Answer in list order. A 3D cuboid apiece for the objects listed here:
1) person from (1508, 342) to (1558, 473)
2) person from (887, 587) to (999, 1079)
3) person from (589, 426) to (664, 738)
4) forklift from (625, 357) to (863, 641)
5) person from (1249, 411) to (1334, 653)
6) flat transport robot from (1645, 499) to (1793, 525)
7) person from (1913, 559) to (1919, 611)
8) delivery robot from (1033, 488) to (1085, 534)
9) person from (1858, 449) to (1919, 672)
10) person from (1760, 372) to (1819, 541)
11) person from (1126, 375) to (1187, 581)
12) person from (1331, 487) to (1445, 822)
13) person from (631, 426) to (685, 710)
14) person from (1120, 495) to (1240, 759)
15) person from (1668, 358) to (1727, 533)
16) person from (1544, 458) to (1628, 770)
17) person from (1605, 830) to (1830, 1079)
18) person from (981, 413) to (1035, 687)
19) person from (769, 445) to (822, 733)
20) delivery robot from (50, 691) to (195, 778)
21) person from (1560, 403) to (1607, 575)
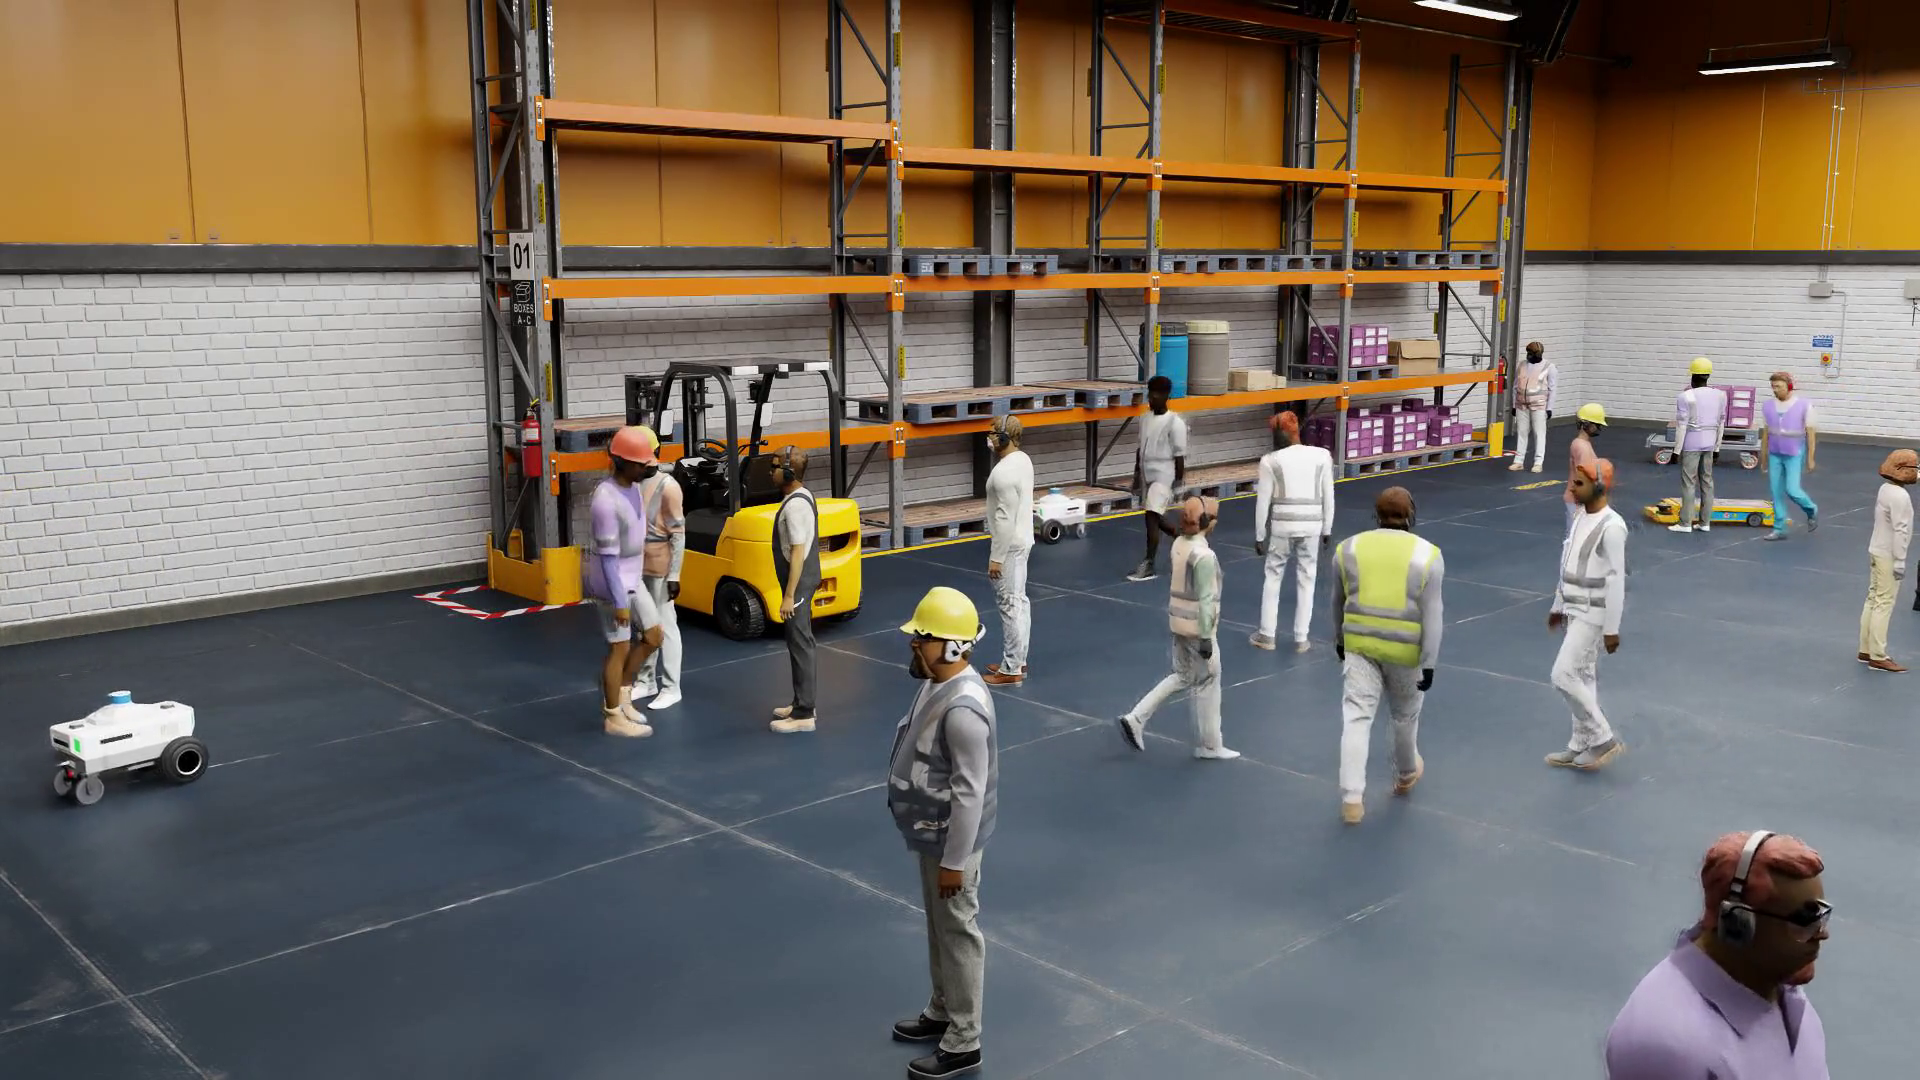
[{"bbox_3d":[8.057,-1.871,23.432,0.430,1.839,0.619,-9,13,-44],"label":"person"},{"bbox_3d":[-0.067,1.074,6.187,0.404,1.837,0.590,-2,10,-11],"label":"person"},{"bbox_3d":[-2.058,0.285,10.344,0.521,1.998,0.670,2,10,12],"label":"person"},{"bbox_3d":[-1.847,-0.414,13.852,1.214,2.155,2.313,-9,13,-42],"label":"forklift"},{"bbox_3d":[2.559,-0.051,12.742,0.607,1.860,0.355,0,10,1],"label":"person"},{"bbox_3d":[8.652,-0.332,18.995,1.431,0.197,0.652,2,10,10],"label":"flat transport robot"},{"bbox_3d":[8.382,-0.316,14.050,0.382,1.931,0.546,-2,10,-12],"label":"person"},{"bbox_3d":[1.008,-0.313,17.784,0.707,0.478,0.477,-8,13,-40],"label":"delivery robot"},{"bbox_3d":[6.850,0.141,12.243,0.282,1.633,0.501,2,10,14],"label":"person"},{"bbox_3d":[8.879,-0.895,17.788,0.628,1.810,0.618,-5,11,-29],"label":"person"},{"bbox_3d":[1.931,-0.602,15.719,0.838,1.937,0.611,-5,11,-27],"label":"person"},{"bbox_3d":[2.330,0.603,9.124,0.646,1.781,0.995,5,11,28],"label":"person"},{"bbox_3d":[-2.090,0.183,11.177,0.587,1.916,0.392,9,13,43],"label":"person"},{"bbox_3d":[1.346,0.538,9.972,0.642,1.623,0.524,-3,10,-14],"label":"person"},{"bbox_3d":[8.083,-1.032,18.247,0.588,1.930,0.364,-2,10,-13],"label":"person"},{"bbox_3d":[3.662,0.441,9.791,0.406,1.870,0.586,1,10,7],"label":"person"},{"bbox_3d":[1.576,1.516,3.429,0.674,1.913,0.401,-9,13,-42],"label":"person"},{"bbox_3d":[0.334,0.072,11.759,0.372,1.940,0.630,2,10,13],"label":"person"},{"bbox_3d":[-1.064,0.309,10.645,0.346,1.846,0.505,0,10,1],"label":"person"},{"bbox_3d":[-4.767,1.105,9.479,0.477,0.478,0.707,7,12,37],"label":"delivery robot"},{"bbox_3d":[5.447,-0.315,14.551,0.321,1.761,0.522,3,10,16],"label":"person"}]
